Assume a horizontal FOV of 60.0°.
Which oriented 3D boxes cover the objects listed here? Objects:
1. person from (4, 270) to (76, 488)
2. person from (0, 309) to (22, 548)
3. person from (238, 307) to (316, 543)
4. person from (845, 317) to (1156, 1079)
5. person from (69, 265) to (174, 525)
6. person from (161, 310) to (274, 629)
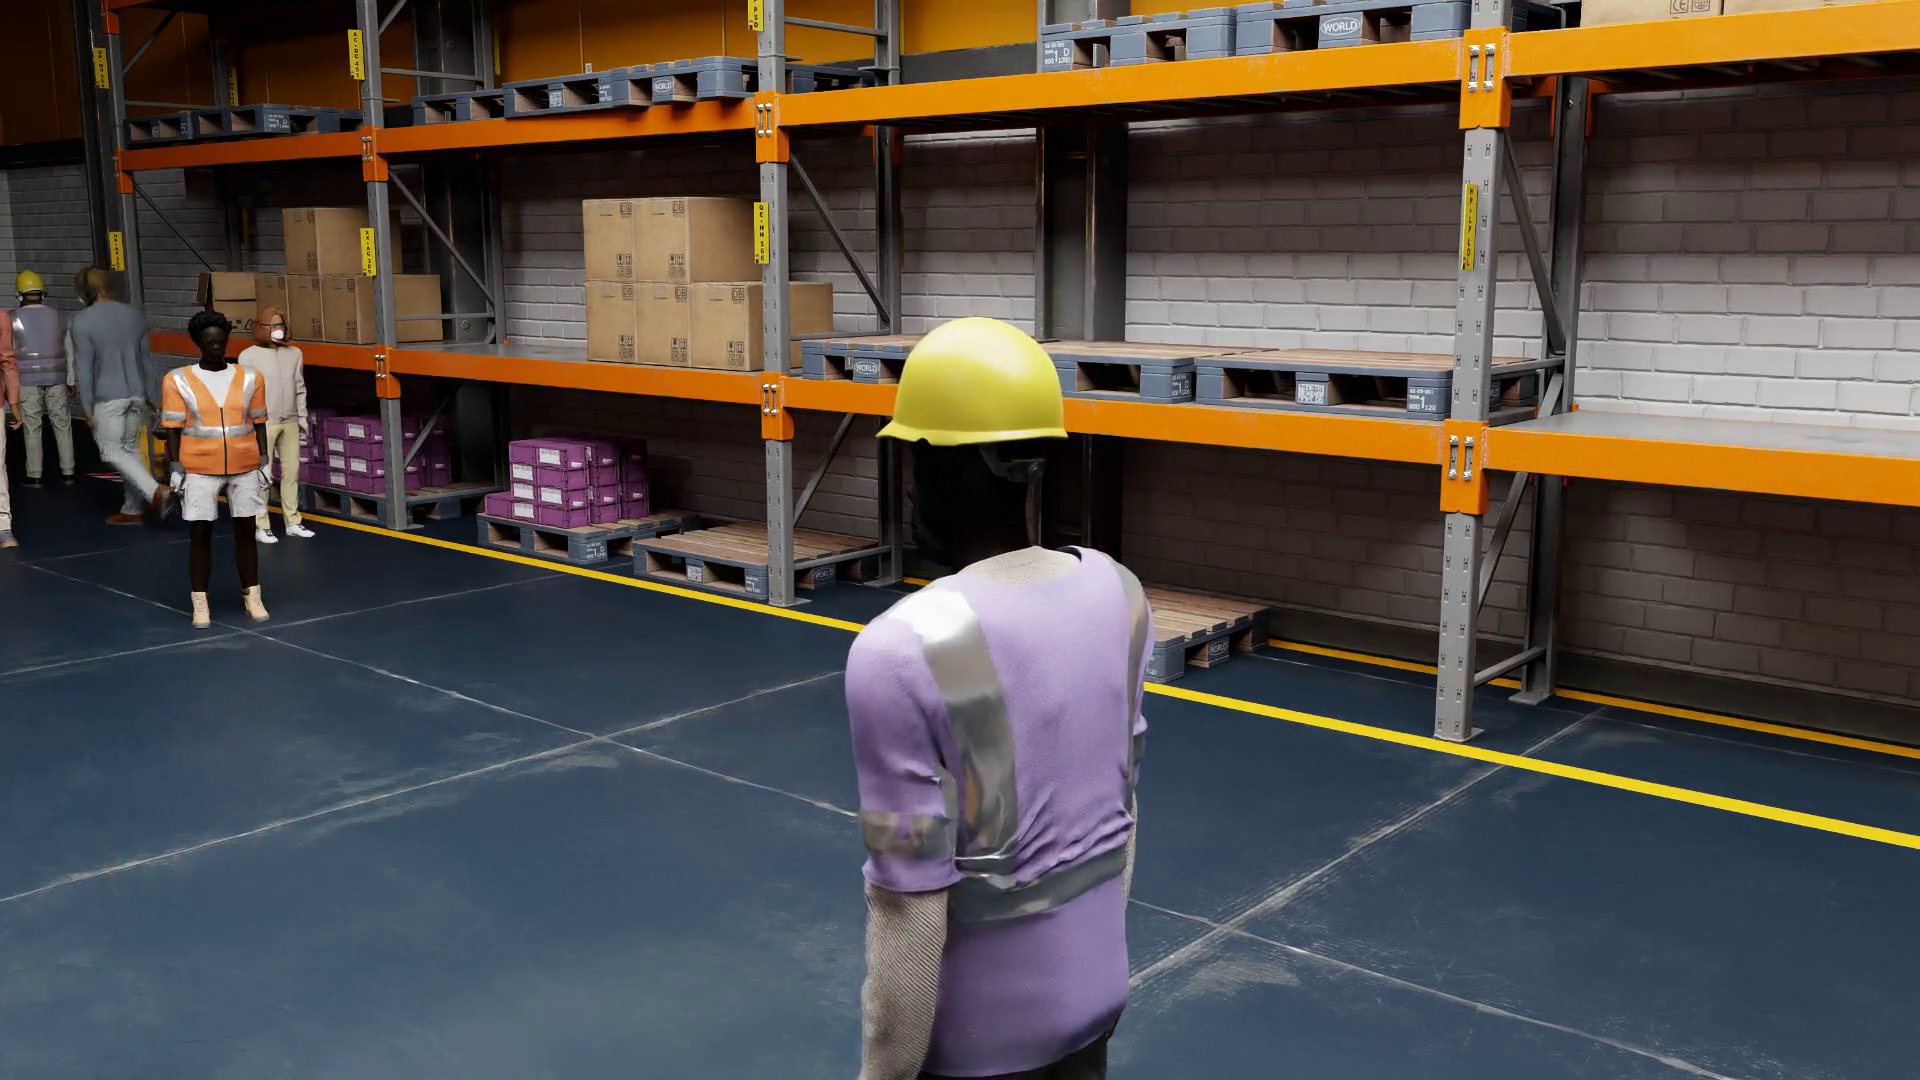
[{"bbox_3d":[-7.808,-1.360,14.105,0.403,1.837,0.591,9,14,43],"label":"person"},{"bbox_3d":[-6.617,-0.914,11.114,0.617,1.993,0.396,-7,12,-35],"label":"person"},{"bbox_3d":[-4.722,-0.791,11.479,0.282,1.626,0.491,6,12,31],"label":"person"},{"bbox_3d":[0.042,0.650,2.401,0.387,1.927,0.589,8,13,39],"label":"person"},{"bbox_3d":[-5.958,-1.003,11.899,0.746,1.911,0.667,4,11,22],"label":"person"},{"bbox_3d":[-3.962,-0.378,8.912,0.542,1.695,0.316,-7,12,-34],"label":"person"}]
